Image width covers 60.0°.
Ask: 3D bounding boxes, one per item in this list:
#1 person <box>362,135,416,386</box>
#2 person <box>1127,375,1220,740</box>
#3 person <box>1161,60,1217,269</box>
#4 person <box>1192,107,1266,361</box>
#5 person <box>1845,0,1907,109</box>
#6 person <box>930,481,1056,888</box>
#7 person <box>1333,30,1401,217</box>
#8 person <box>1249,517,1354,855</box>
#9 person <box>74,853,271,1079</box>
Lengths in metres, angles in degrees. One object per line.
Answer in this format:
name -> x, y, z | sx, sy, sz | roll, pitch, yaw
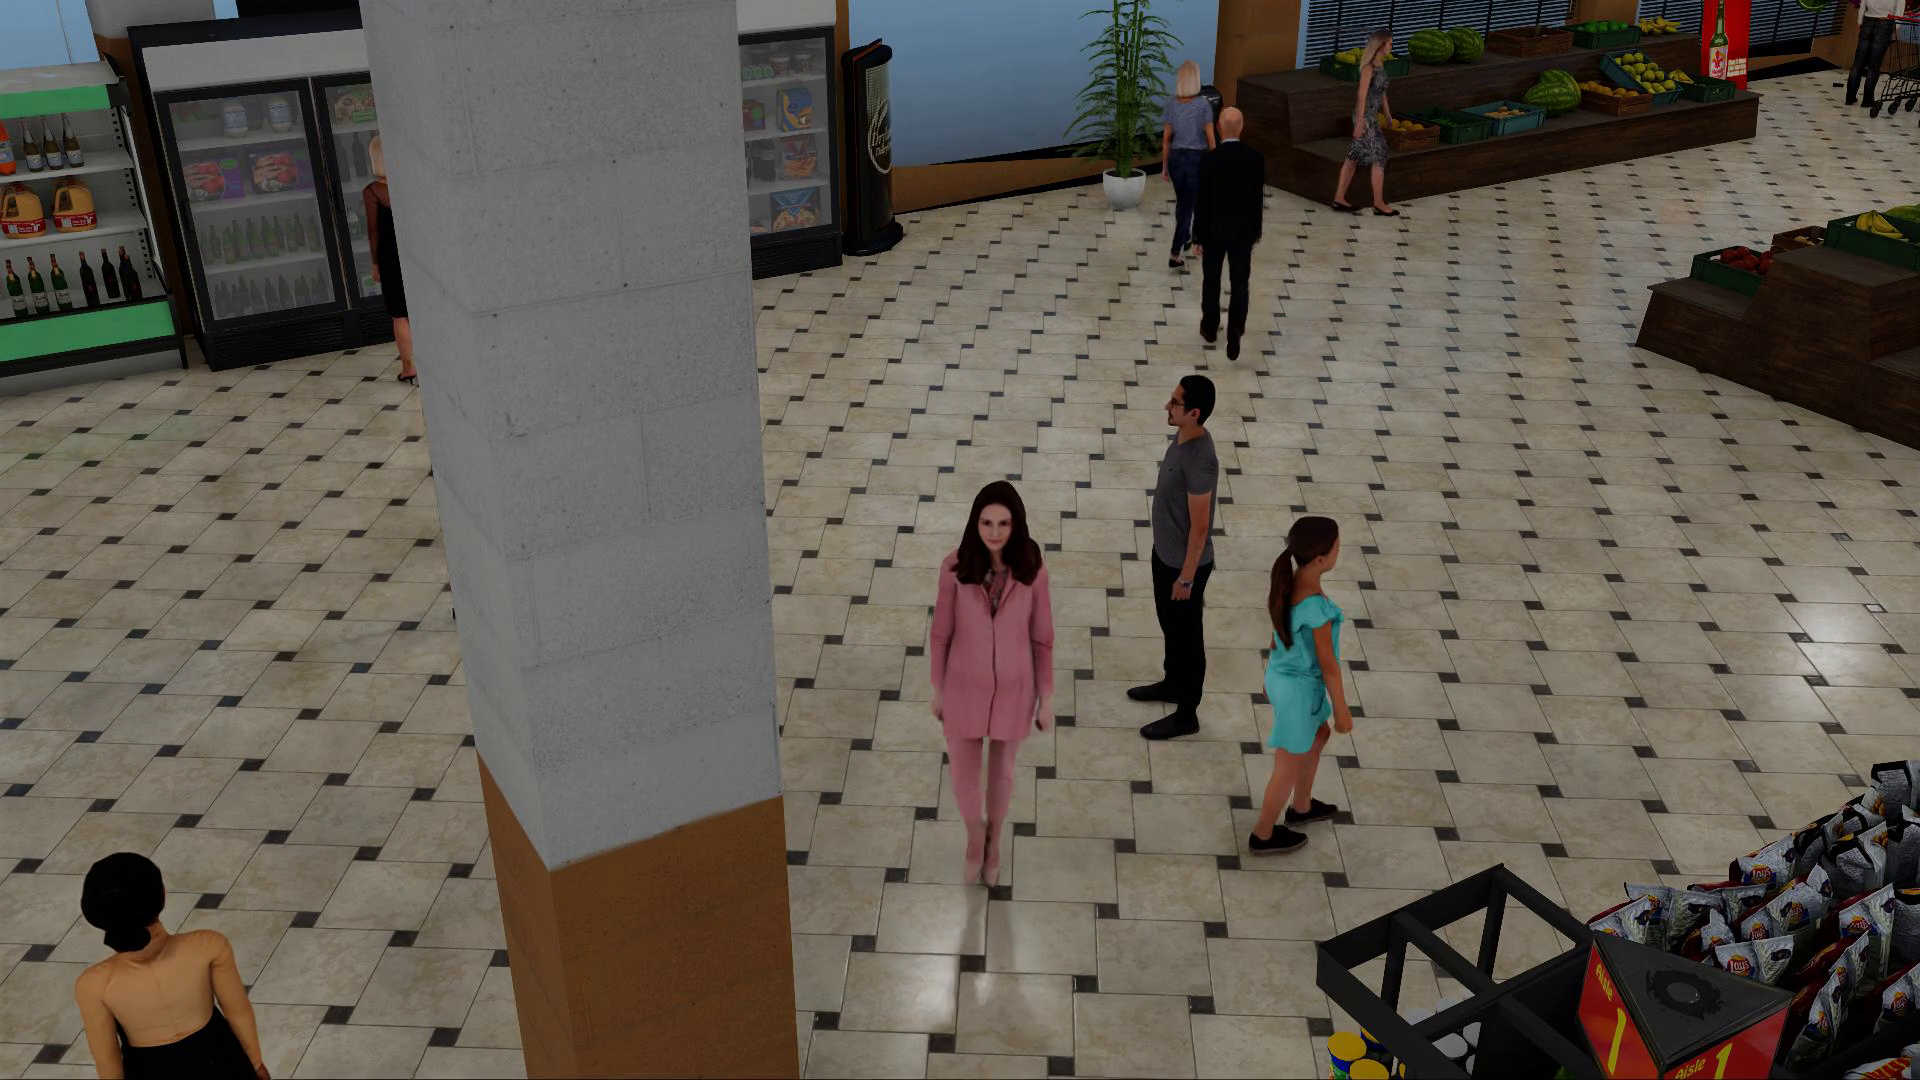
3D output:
person -> -3.873, -1.935, 11.556 | 0.688, 1.743, 0.538 | 24, 35, 39
person -> 1.020, 0.063, 7.603 | 0.688, 1.755, 0.690 | -2, 27, -4
person -> 1.893, -3.105, 13.932 | 0.927, 1.681, 1.162 | 15, 30, 27
person -> 1.957, -2.202, 12.044 | 1.152, 1.779, 1.118 | 1, 27, 3
person -> 10.787, -6.033, 19.563 | 0.596, 1.811, 0.681 | -19, 32, -32
person -> 0.123, 0.554, 6.595 | 0.696, 1.791, 0.799 | 0, 27, -1
person -> 3.667, -3.860, 15.428 | 0.922, 1.676, 0.902 | 11, 29, 20
person -> 1.312, 0.620, 6.734 | 0.764, 1.548, 0.663 | -6, 27, -11
person -> -2.186, 1.576, 4.731 | 0.467, 1.654, 0.622 | -15, 30, -27
